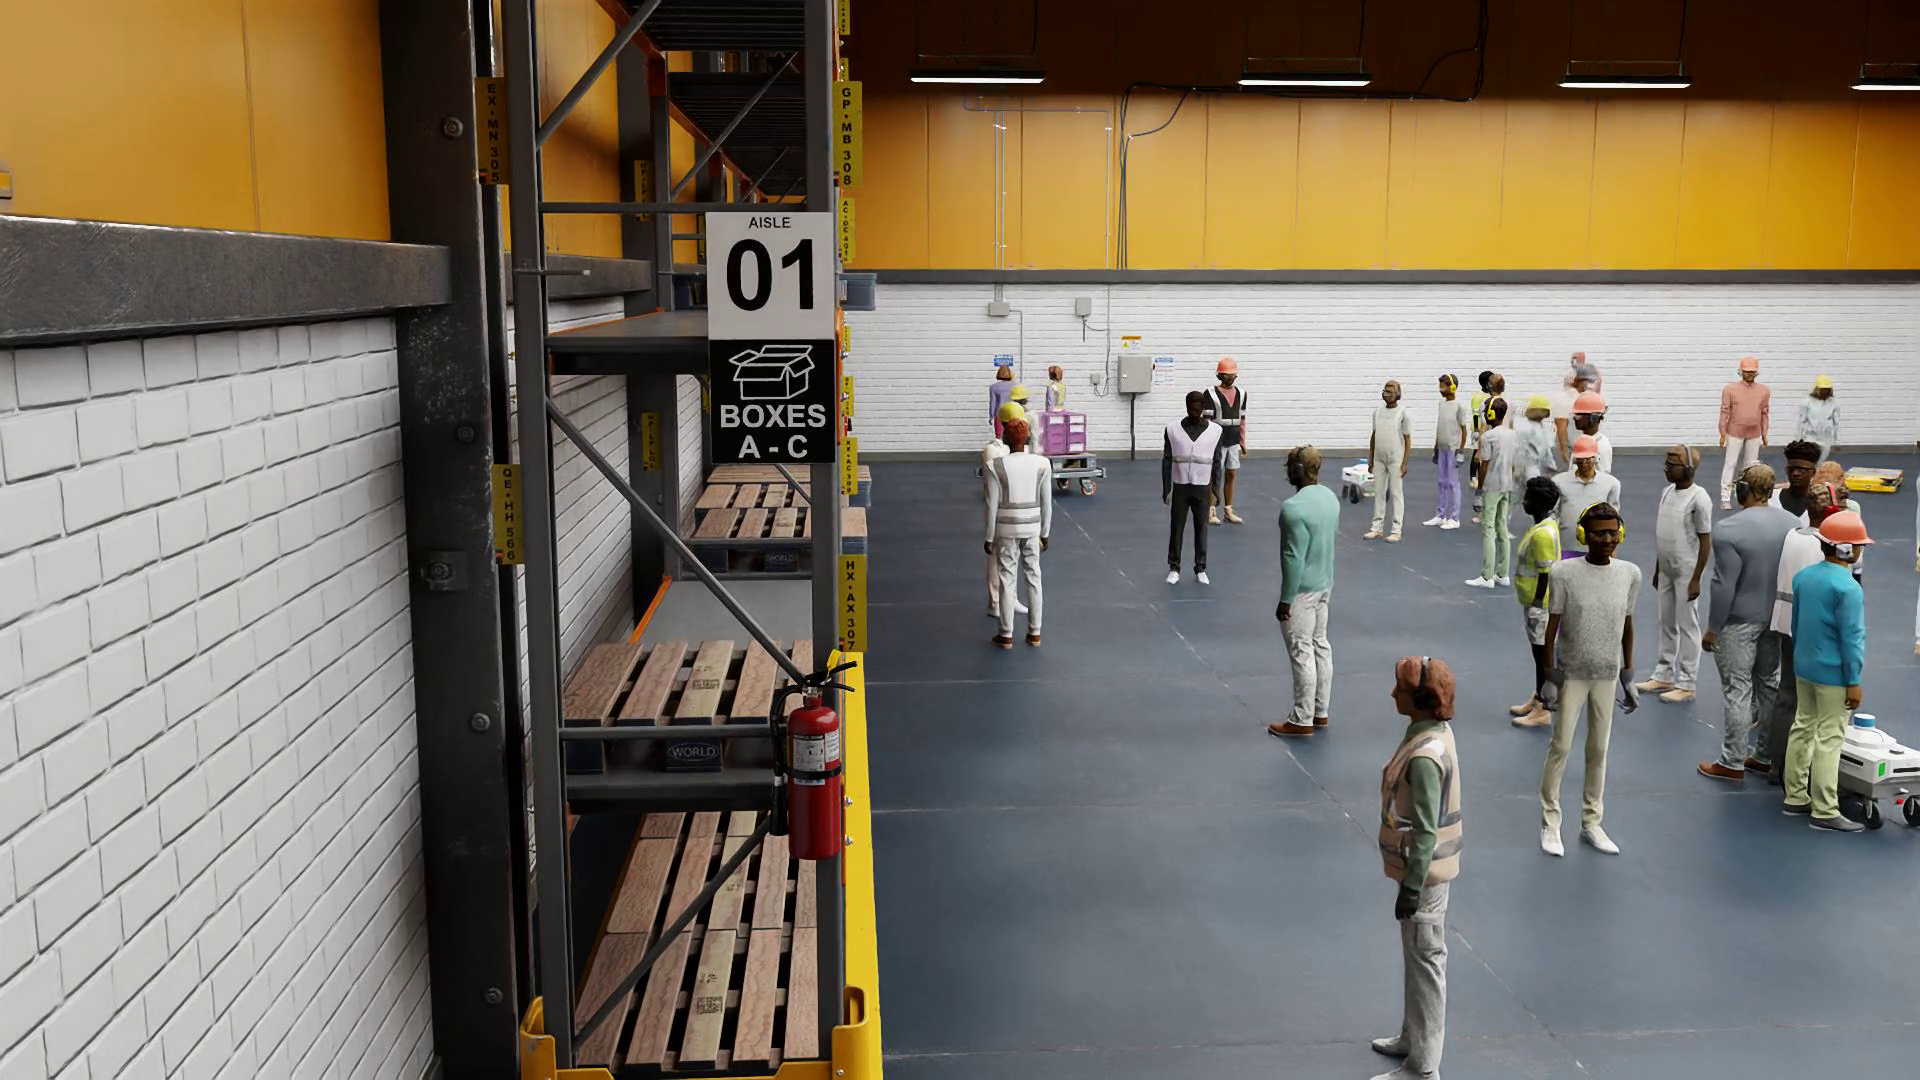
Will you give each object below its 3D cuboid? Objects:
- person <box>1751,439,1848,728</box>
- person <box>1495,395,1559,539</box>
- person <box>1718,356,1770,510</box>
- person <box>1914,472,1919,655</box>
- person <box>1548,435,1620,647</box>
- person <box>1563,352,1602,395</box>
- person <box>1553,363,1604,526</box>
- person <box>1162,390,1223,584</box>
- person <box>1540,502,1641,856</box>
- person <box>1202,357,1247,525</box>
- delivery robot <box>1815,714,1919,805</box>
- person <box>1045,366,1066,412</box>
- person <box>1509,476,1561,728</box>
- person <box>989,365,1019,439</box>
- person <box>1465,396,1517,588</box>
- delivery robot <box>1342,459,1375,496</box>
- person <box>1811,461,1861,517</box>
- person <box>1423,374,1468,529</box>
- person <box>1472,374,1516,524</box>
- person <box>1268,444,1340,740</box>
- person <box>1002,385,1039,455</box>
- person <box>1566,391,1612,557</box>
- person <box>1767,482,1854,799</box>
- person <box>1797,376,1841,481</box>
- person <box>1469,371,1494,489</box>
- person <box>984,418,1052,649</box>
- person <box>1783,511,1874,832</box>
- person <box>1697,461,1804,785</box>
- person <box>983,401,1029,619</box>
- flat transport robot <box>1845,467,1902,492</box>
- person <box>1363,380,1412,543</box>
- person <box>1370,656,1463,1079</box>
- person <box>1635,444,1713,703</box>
[{"bbox_3d":[5.509,0.309,11.009,0.608,1.966,0.370,8,12,41],"label":"person"},{"bbox_3d":[6.502,-0.807,18.899,0.934,1.691,0.497,7,11,37],"label":"person"},{"bbox_3d":[10.130,-1.374,21.484,0.623,1.993,0.384,1,9,5],"label":"person"},{"bbox_3d":[7.847,0.043,13.105,0.430,1.836,0.626,-5,10,-27],"label":"person"},{"bbox_3d":[5.046,0.016,13.510,0.575,1.749,0.335,3,10,20],"label":"person"},{"bbox_3d":[9.372,-1.887,25.059,0.728,1.886,0.493,-3,10,-19],"label":"person"},{"bbox_3d":[7.410,-1.126,19.784,0.696,2.000,1.015,-2,9,-14],"label":"person"},{"bbox_3d":[2.284,-0.521,16.388,0.587,1.914,0.390,1,9,6],"label":"person"},{"bbox_3d":[3.298,0.723,8.705,0.518,1.874,0.330,0,9,-3],"label":"person"},{"bbox_3d":[3.233,-1.198,20.234,0.611,2.043,0.374,-4,10,-24],"label":"person"},{"bbox_3d":[5.084,1.226,9.378,0.477,0.478,0.707,-2,9,-11],"label":"delivery robot"},{"bbox_3d":[1.482,-1.884,25.790,0.308,1.645,0.514,5,10,27],"label":"person"},{"bbox_3d":[3.890,0.415,11.182,0.322,1.696,0.536,3,10,19],"label":"person"},{"bbox_3d":[0.696,-1.925,26.078,0.499,1.634,0.279,-2,9,-11],"label":"person"},{"bbox_3d":[5.196,-0.462,16.188,0.510,1.863,0.326,-6,11,-35],"label":"person"},{"bbox_3d":[5.417,-0.839,22.338,0.477,0.478,0.707,-2,9,-9],"label":"delivery robot"},{"bbox_3d":[6.559,0.212,12.659,0.498,1.634,0.281,7,11,36],"label":"person"},{"bbox_3d":[5.852,-1.061,19.938,0.334,1.865,0.521,-3,10,-21],"label":"person"},{"bbox_3d":[6.482,-1.096,20.206,0.518,1.844,0.332,-3,10,-21],"label":"person"},{"bbox_3d":[2.265,0.337,10.923,0.352,1.937,0.635,7,11,36],"label":"person"},{"bbox_3d":[0.677,-0.963,19.734,0.544,1.725,0.854,6,11,31],"label":"person"},{"bbox_3d":[5.366,-0.255,14.312,0.371,2.044,0.607,0,9,1],"label":"person"},{"bbox_3d":[4.955,0.578,9.693,0.389,1.846,0.566,-2,9,-11],"label":"person"},{"bbox_3d":[11.273,-1.280,21.773,0.508,1.701,0.849,2,9,10],"label":"person"},{"bbox_3d":[7.427,-1.559,23.611,0.319,1.690,0.530,8,12,42],"label":"person"},{"bbox_3d":[0.466,-0.053,13.546,0.576,1.882,0.355,-3,9,-17],"label":"person"},{"bbox_3d":[4.792,0.710,9.150,0.327,1.753,0.563,-1,9,-3],"label":"person"},{"bbox_3d":[4.709,0.494,9.933,0.627,1.941,0.374,-3,10,-19],"label":"person"},{"bbox_3d":[0.448,-0.268,14.750,0.375,1.925,0.595,7,11,36],"label":"person"},{"bbox_3d":[13.028,-0.873,23.736,0.652,0.197,1.431,6,11,32],"label":"flat transport robot"},{"bbox_3d":[4.880,-0.896,18.956,0.341,1.846,0.511,-9,13,-44],"label":"person"},{"bbox_3d":[1.712,1.236,6.213,0.308,1.641,0.511,3,9,17],"label":"person"},{"bbox_3d":[5.113,0.237,11.837,0.349,1.846,0.506,-2,9,-11],"label":"person"}]
